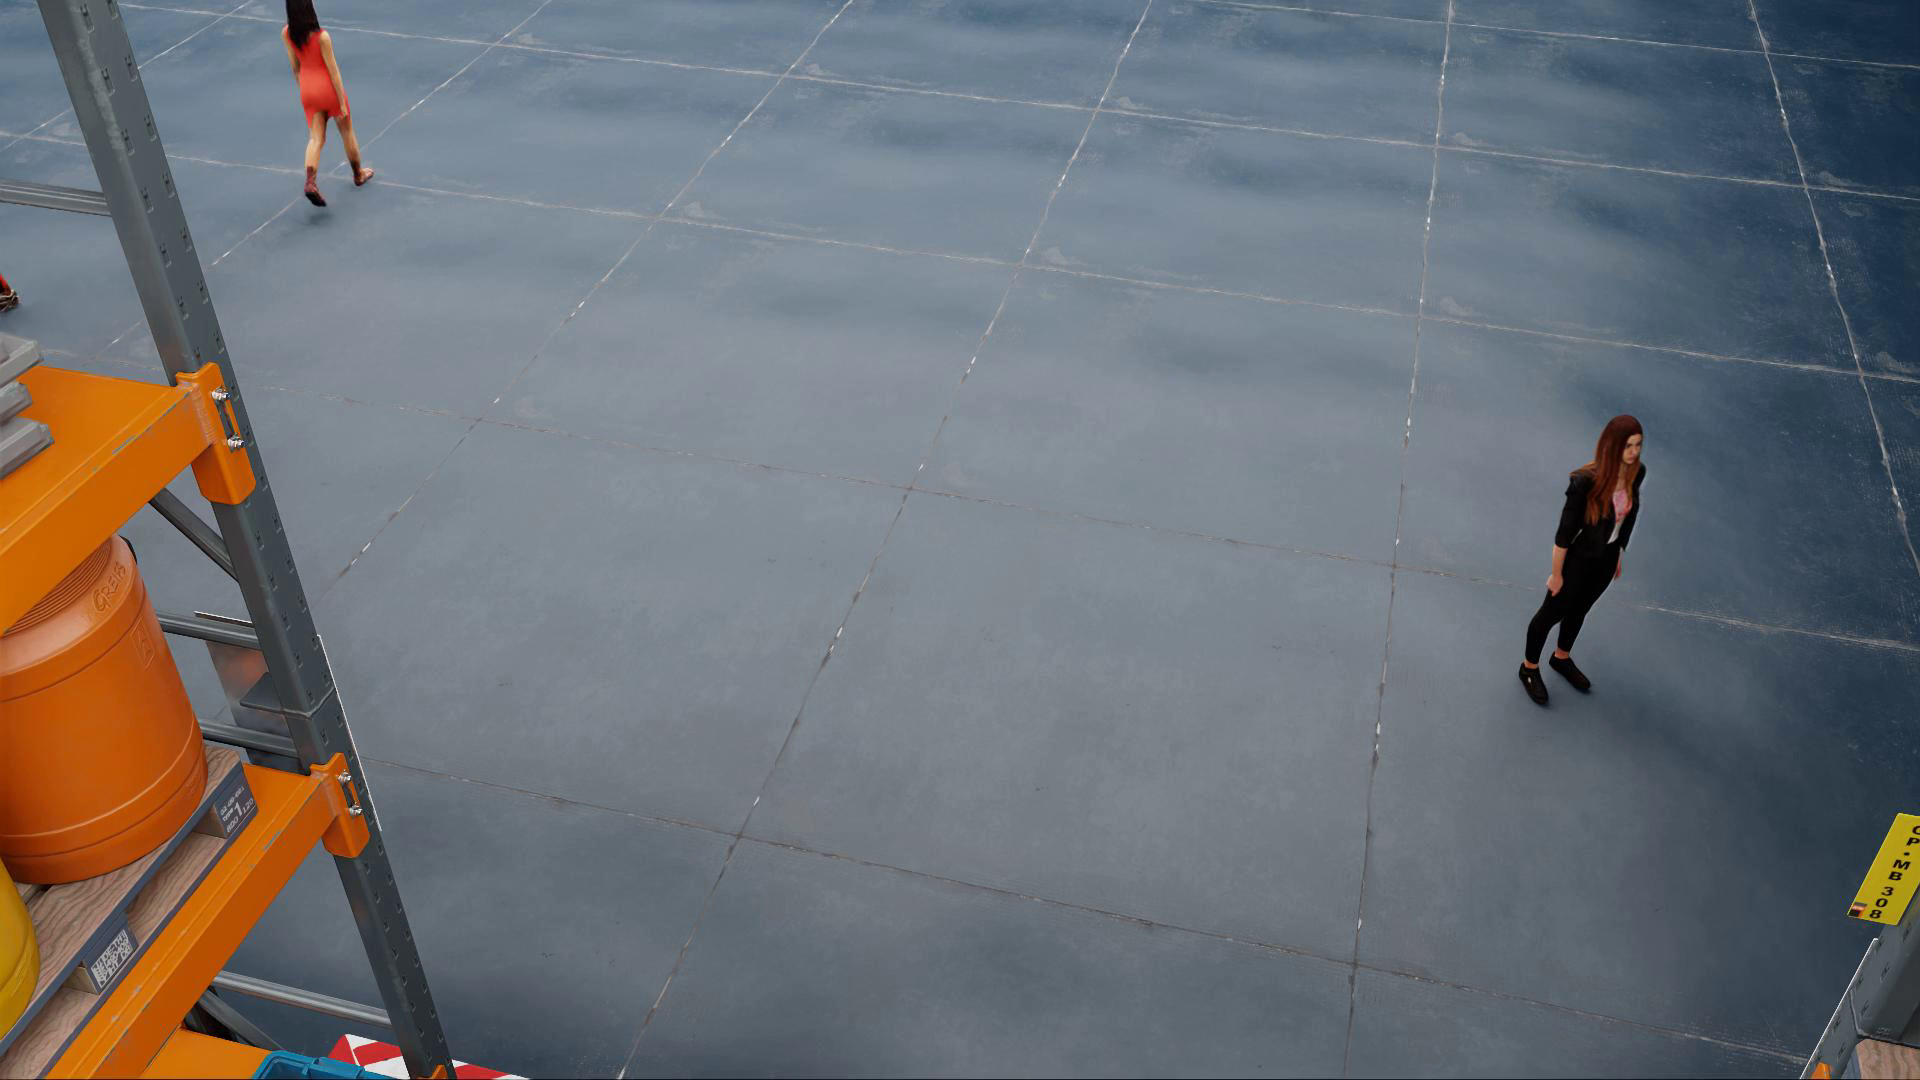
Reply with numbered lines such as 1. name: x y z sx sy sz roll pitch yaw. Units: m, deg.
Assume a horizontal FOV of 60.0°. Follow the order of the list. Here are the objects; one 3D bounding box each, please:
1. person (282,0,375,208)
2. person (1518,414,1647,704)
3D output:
1. person: -5.081 -3.462 13.124 0.631 1.691 1.089 6 38 8
2. person: 3.224 0.077 8.584 0.678 1.713 0.708 -14 40 -17
